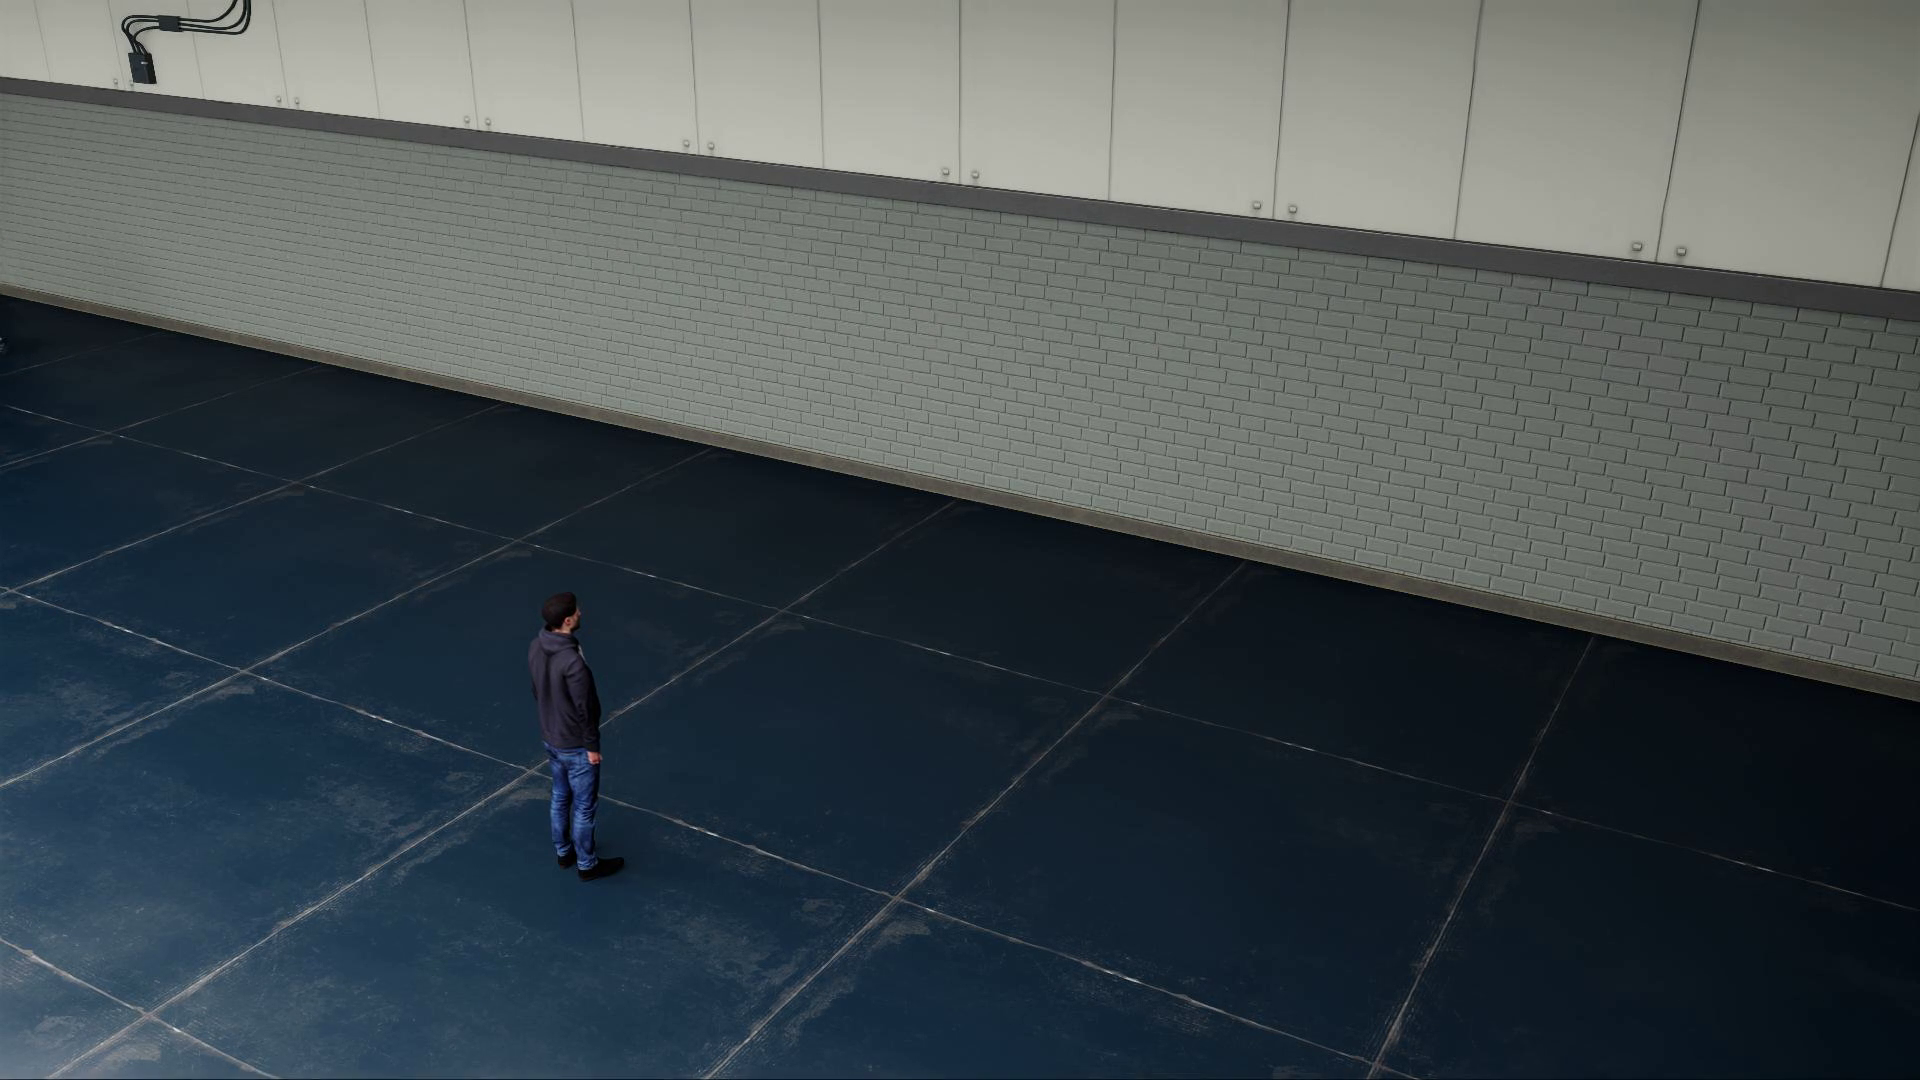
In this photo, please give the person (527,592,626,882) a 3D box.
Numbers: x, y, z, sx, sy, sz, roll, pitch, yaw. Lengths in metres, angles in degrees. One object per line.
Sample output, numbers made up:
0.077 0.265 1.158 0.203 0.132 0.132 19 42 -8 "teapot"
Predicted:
-2.384 1.195 10.127 0.727 1.894 0.647 20 30 39 "person"
